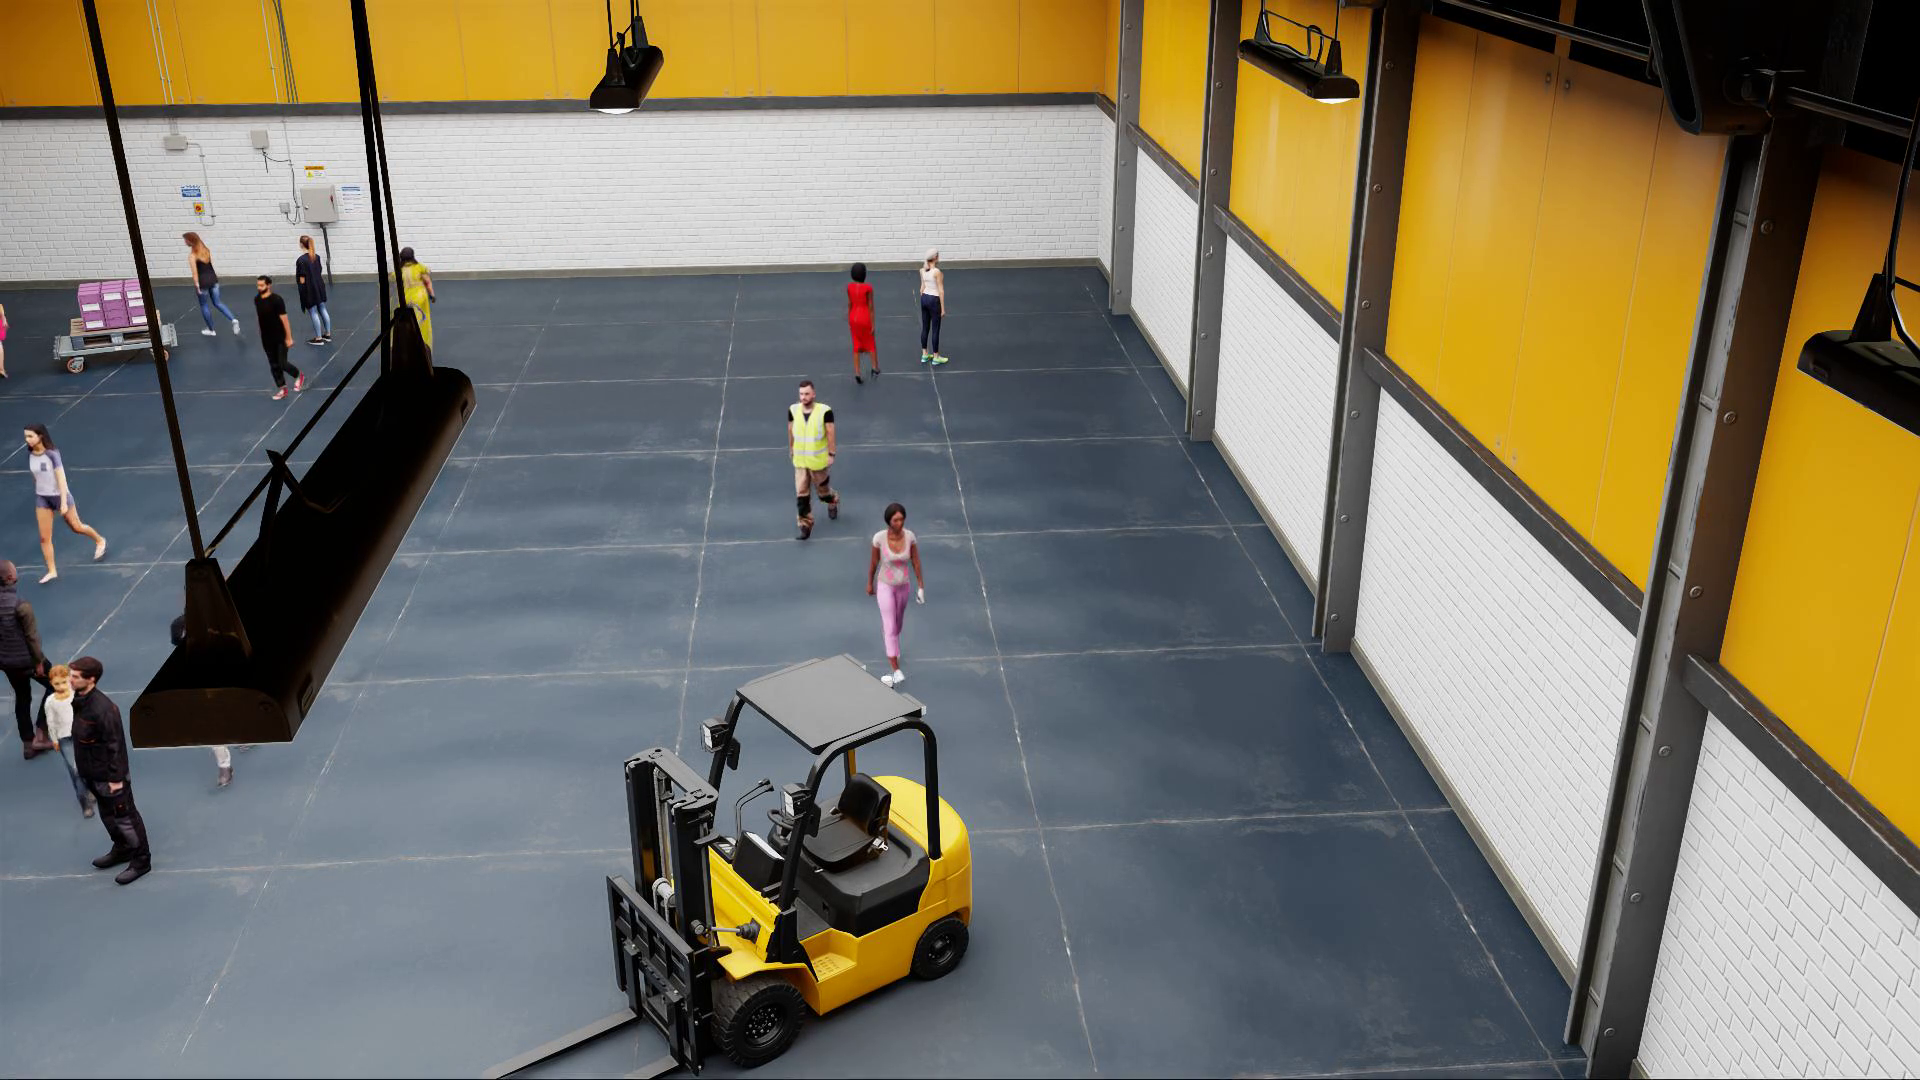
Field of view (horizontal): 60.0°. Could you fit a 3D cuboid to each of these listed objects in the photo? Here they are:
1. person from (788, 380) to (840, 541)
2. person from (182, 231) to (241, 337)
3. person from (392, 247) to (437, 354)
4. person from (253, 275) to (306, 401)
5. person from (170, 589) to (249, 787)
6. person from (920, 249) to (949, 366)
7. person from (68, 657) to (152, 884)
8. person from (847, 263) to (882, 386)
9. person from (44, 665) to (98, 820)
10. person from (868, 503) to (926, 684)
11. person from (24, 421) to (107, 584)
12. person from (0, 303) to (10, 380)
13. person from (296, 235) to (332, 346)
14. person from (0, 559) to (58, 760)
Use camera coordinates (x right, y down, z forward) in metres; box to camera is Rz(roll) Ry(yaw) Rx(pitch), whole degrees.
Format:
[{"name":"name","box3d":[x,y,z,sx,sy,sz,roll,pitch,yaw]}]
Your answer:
[{"name":"person","box3d":[-1.643,-0.930,18.600,0.900,1.823,1.153,5,24,12]},{"name":"person","box3d":[-11.538,-3.917,25.609,0.965,1.680,0.998,13,27,27]},{"name":"person","box3d":[-8.111,-3.499,24.736,0.833,1.616,1.202,0,24,0]},{"name":"person","box3d":[-9.439,-2.831,23.040,0.792,1.748,0.879,8,25,18]},{"name":"person","box3d":[-6.219,1.146,13.899,0.777,1.783,0.983,-4,24,-8]},{"name":"person","box3d":[-0.424,-3.453,24.516,0.672,1.707,0.737,20,30,38]},{"name":"person","box3d":[-6.443,1.708,12.547,0.777,1.837,0.835,18,30,36]},{"name":"person","box3d":[-1.432,-3.027,23.518,0.827,1.726,0.977,9,25,20]},{"name":"person","box3d":[-7.208,1.574,13.528,0.725,1.297,0.860,-18,29,-35]},{"name":"person","box3d":[-0.641,0.436,15.639,0.800,1.690,1.204,-7,25,-16]},{"name":"person","box3d":[-9.536,-0.448,17.648,0.818,1.701,1.176,5,24,11]},{"name":"person","box3d":[-13.873,-3.091,23.674,0.596,1.717,0.668,-2,24,-4]},{"name":"person","box3d":[-9.875,-3.827,25.401,0.777,1.684,0.668,11,26,23]},{"name":"person","box3d":[-8.018,1.048,14.076,0.810,1.821,0.802,7,25,16]}]
